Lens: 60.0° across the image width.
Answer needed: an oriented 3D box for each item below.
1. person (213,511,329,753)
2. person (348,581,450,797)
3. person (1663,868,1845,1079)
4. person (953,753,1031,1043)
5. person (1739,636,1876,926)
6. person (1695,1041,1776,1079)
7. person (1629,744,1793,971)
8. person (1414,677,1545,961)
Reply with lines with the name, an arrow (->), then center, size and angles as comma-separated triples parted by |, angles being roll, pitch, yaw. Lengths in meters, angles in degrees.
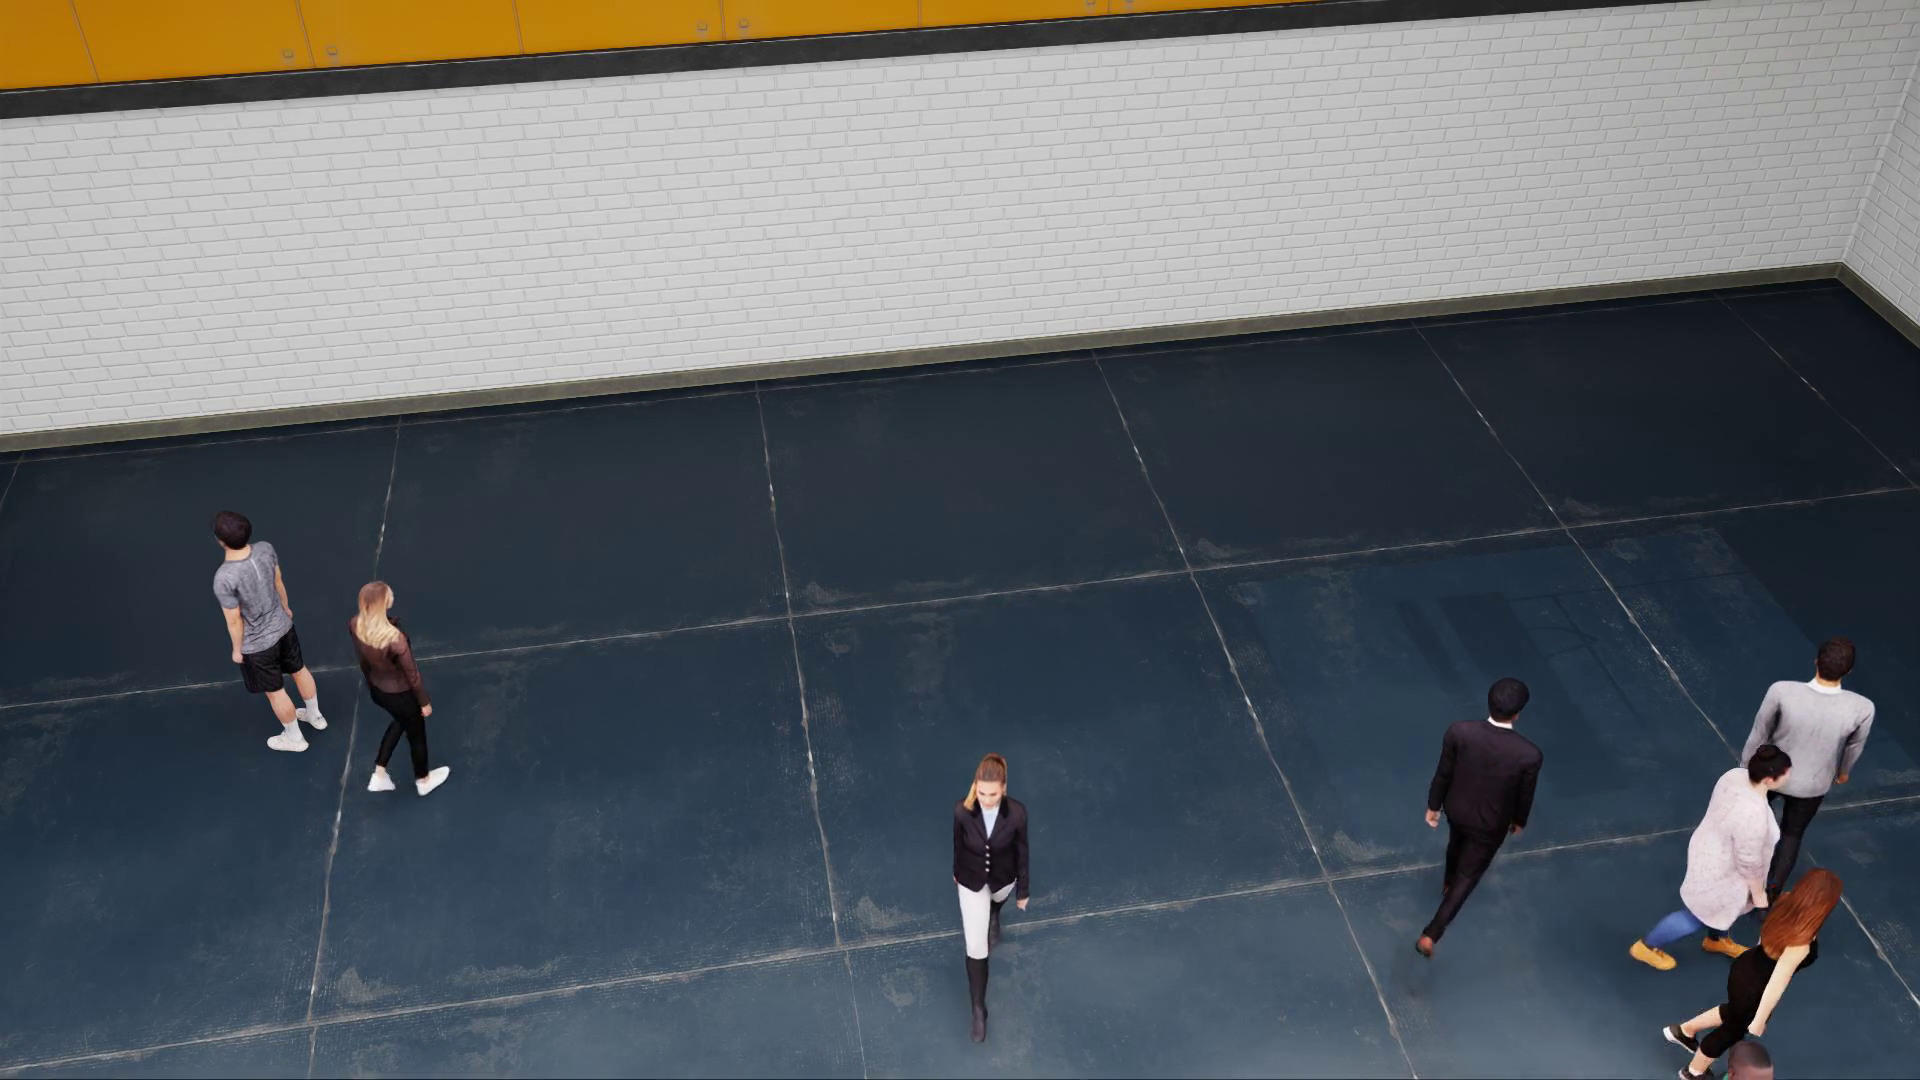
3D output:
person -> -4.386, 0.578, 10.514 | 0.801, 1.871, 0.688 | 14, 41, 17
person -> -3.503, 0.982, 10.149 | 0.822, 1.695, 0.885 | 23, 44, 26
person -> 4.002, 2.256, 8.544 | 0.839, 1.707, 0.785 | 15, 41, 18
person -> 0.173, 1.804, 9.134 | 0.751, 1.678, 1.226 | 2, 39, 2
person -> 4.755, 1.376, 9.475 | 1.206, 1.922, 1.336 | 19, 42, 22
person -> 3.341, 2.851, 7.710 | 0.687, 1.818, 1.072 | -8, 39, -10
person -> 4.127, 1.779, 9.132 | 0.973, 1.720, 0.988 | 9, 40, 11
person -> 2.853, 1.583, 9.275 | 1.204, 1.847, 1.265 | 23, 44, 26
